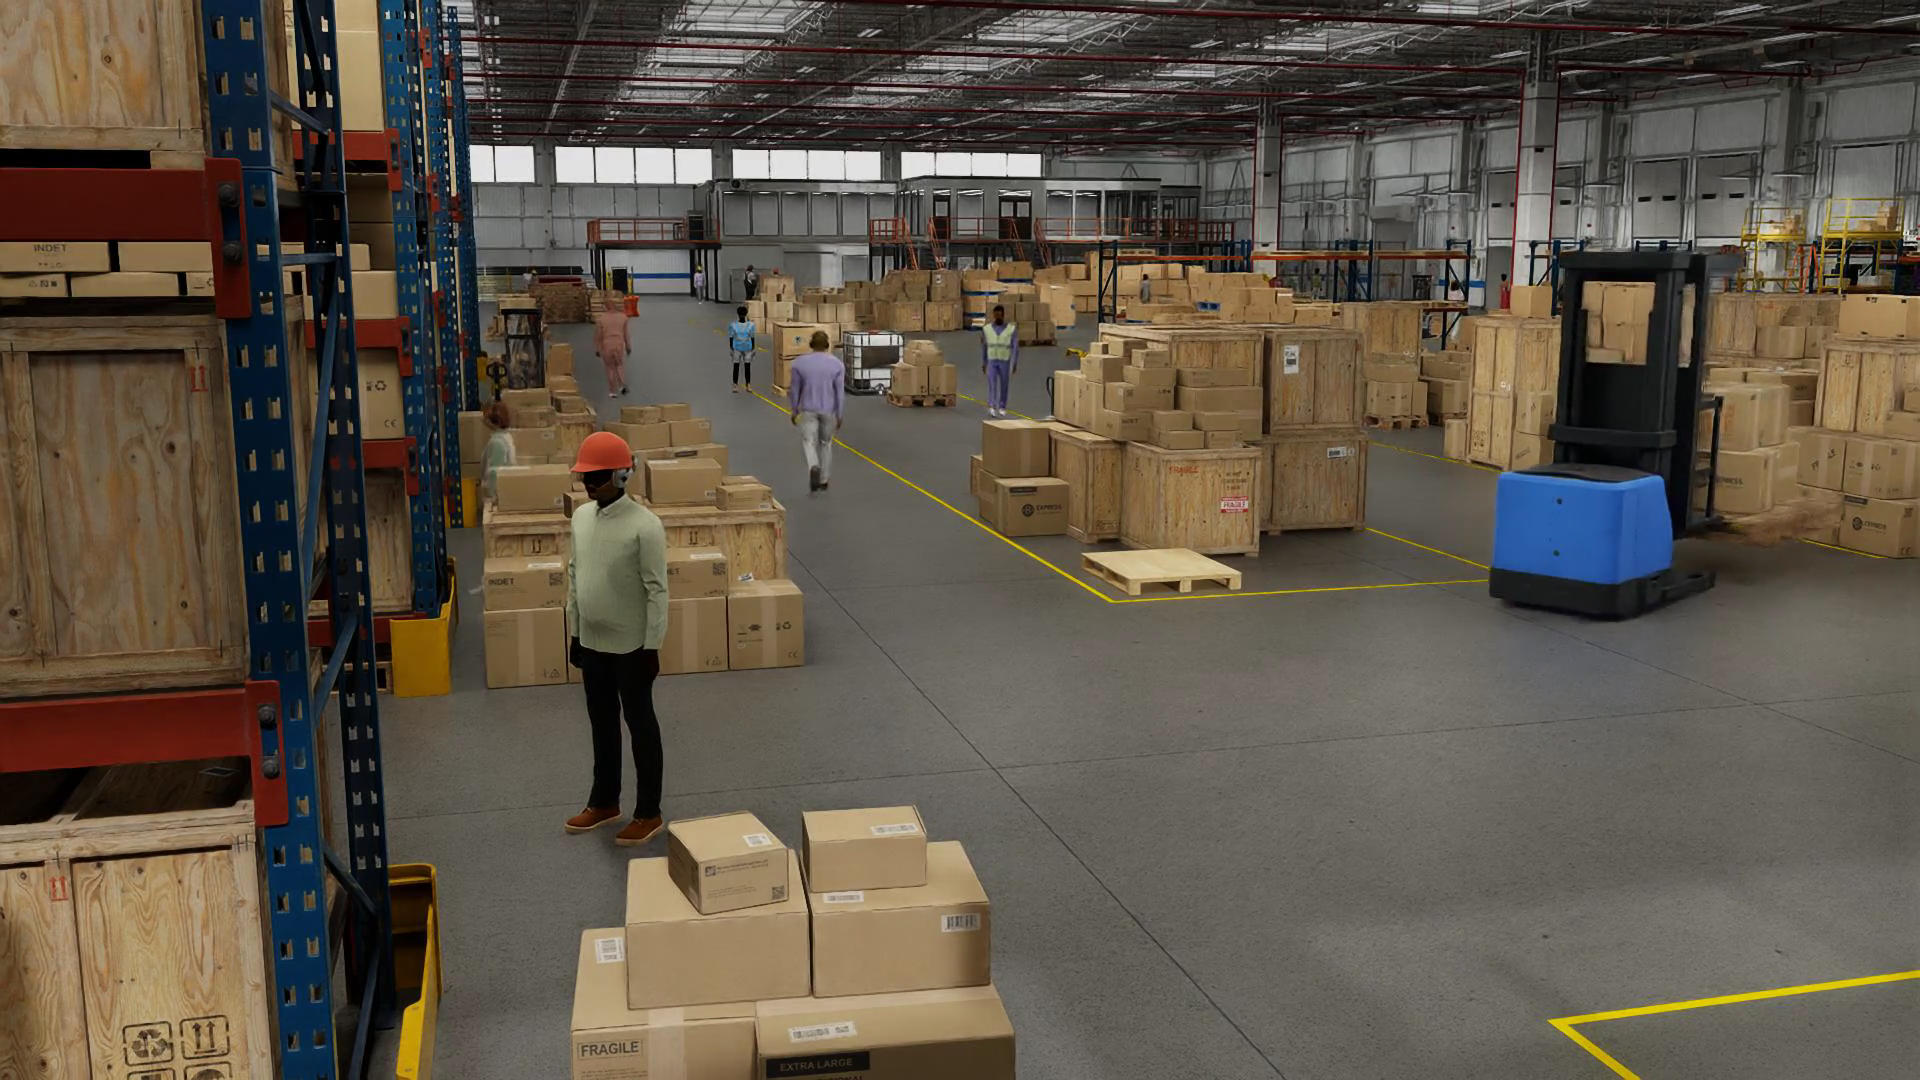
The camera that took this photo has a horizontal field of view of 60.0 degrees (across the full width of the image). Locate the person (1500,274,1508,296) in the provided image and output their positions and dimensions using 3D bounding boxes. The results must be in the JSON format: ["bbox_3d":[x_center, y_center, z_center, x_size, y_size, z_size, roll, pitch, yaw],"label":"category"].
[{"bbox_3d":[23.380,-10.584,71.480,0.323,1.688,0.530,-1,10,-7],"label":"person"}]

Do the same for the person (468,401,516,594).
[{"bbox_3d":[-3.706,-0.339,13.667,0.677,1.620,0.521,-2,10,-9],"label":"person"}]

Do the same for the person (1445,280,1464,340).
[{"bbox_3d":[15.184,-7.063,51.171,0.445,1.828,0.630,-10,14,-43],"label":"person"}]

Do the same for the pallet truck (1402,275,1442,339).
[{"bbox_3d":[14.620,-7.324,52.145,0.823,1.965,1.885,8,13,40],"label":"pallet truck"}]

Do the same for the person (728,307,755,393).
[{"bbox_3d":[-4.286,-3.746,32.736,0.532,1.696,0.319,-3,10,-15],"label":"person"}]

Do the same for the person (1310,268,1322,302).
[{"bbox_3d":[16.992,-12.042,79.304,0.627,1.844,0.429,-4,11,-23],"label":"person"}]

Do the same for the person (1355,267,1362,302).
[{"bbox_3d":[18.465,-11.666,77.009,0.860,1.903,0.551,-2,10,-8],"label":"person"}]

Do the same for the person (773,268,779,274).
[{"bbox_3d":[-7.928,-10.737,71.630,0.546,1.942,0.348,-4,11,-22],"label":"person"}]

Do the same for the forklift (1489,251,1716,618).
[{"bbox_3d":[5.237,-0.917,13.368,1.873,2.768,1.129,-10,14,-43],"label":"forklift"}]

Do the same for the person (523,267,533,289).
[{"bbox_3d":[-21.492,-12.704,83.005,0.575,1.863,0.767,-1,10,-6],"label":"person"}]

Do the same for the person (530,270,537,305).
[{"bbox_3d":[-19.813,-11.679,77.463,0.311,1.769,0.525,-9,13,-42],"label":"person"}]

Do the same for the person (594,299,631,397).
[{"bbox_3d":[-6.660,-3.664,31.750,0.694,1.876,0.448,-6,12,-31],"label":"person"}]

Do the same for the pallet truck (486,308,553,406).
[{"bbox_3d":[-6.242,-2.418,24.362,0.823,1.965,1.885,1,10,3],"label":"pallet truck"}]

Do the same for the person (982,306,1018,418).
[{"bbox_3d":[0.670,-3.006,28.067,0.611,1.865,0.998,1,10,7],"label":"person"}]

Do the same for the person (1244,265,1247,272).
[{"bbox_3d":[13.500,-12.032,78.809,0.382,1.993,0.622,0,10,0],"label":"person"}]

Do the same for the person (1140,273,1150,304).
[{"bbox_3d":[7.062,-9.239,63.390,0.517,1.856,0.461,-6,12,-32],"label":"person"}]

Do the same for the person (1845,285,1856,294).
[{"bbox_3d":[22.854,-5.622,42.881,0.635,1.860,0.595,9,13,42],"label":"person"}]

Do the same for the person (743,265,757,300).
[{"bbox_3d":[-9.585,-11.602,76.247,0.536,2.000,0.673,-10,14,-44],"label":"person"}]

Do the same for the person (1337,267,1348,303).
[{"bbox_3d":[17.851,-11.816,77.775,0.585,1.929,0.370,1,10,5],"label":"person"}]

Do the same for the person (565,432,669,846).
[{"bbox_3d":[-1.668,0.470,8.019,0.617,1.994,0.381,7,12,33],"label":"person"}]

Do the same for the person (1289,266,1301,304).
[{"bbox_3d":[16.734,-12.715,82.969,0.614,1.907,0.963,1,10,7],"label":"person"}]

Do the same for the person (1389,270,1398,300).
[{"bbox_3d":[20.348,-11.750,77.882,0.554,1.745,0.555,8,13,39],"label":"person"}]

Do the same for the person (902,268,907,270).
[{"bbox_3d":[-2.168,-9.568,64.731,0.613,2.039,0.393,8,13,40],"label":"person"}]

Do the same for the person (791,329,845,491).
[{"bbox_3d":[-1.642,-1.496,19.370,0.637,1.917,0.671,-2,10,-10],"label":"person"}]

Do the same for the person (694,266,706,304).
[{"bbox_3d":[-12.906,-12.649,82.550,0.596,1.907,0.583,-4,11,-22],"label":"person"}]
